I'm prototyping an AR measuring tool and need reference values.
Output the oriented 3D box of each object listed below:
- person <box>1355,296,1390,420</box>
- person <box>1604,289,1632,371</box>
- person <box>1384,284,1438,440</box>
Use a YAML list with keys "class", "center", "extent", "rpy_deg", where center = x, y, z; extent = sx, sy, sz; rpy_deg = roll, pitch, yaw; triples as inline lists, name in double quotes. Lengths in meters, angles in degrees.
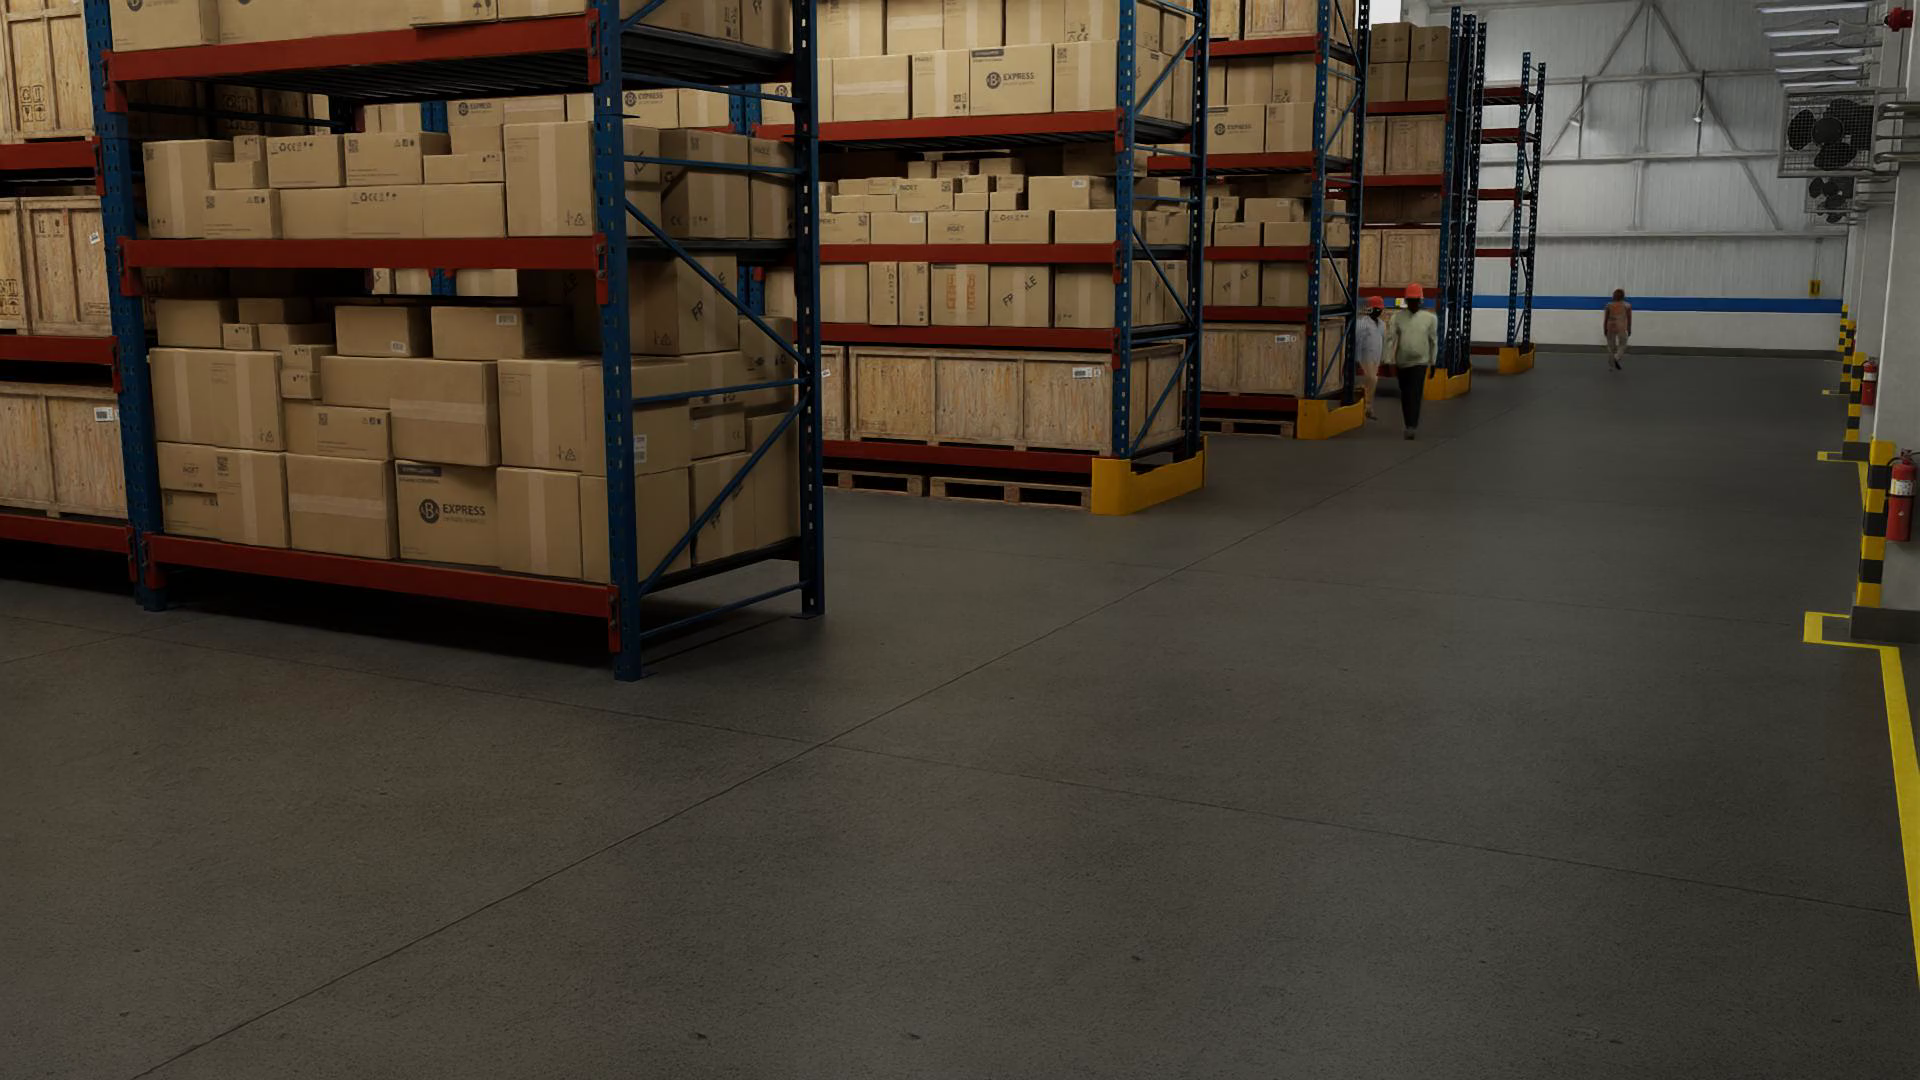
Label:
- class: "person"
  center: [5.804, -2.537, 23.234]
  extent: [0.589, 1.730, 0.572]
  rpy_deg: [-8, 13, -39]
- class: "person"
  center: [13.046, -4.166, 32.993]
  extent: [0.546, 1.623, 0.373]
  rpy_deg: [6, 11, 31]
- class: "person"
  center: [5.703, -2.258, 21.069]
  extent: [0.633, 1.941, 1.049]
  rpy_deg: [4, 11, 21]
